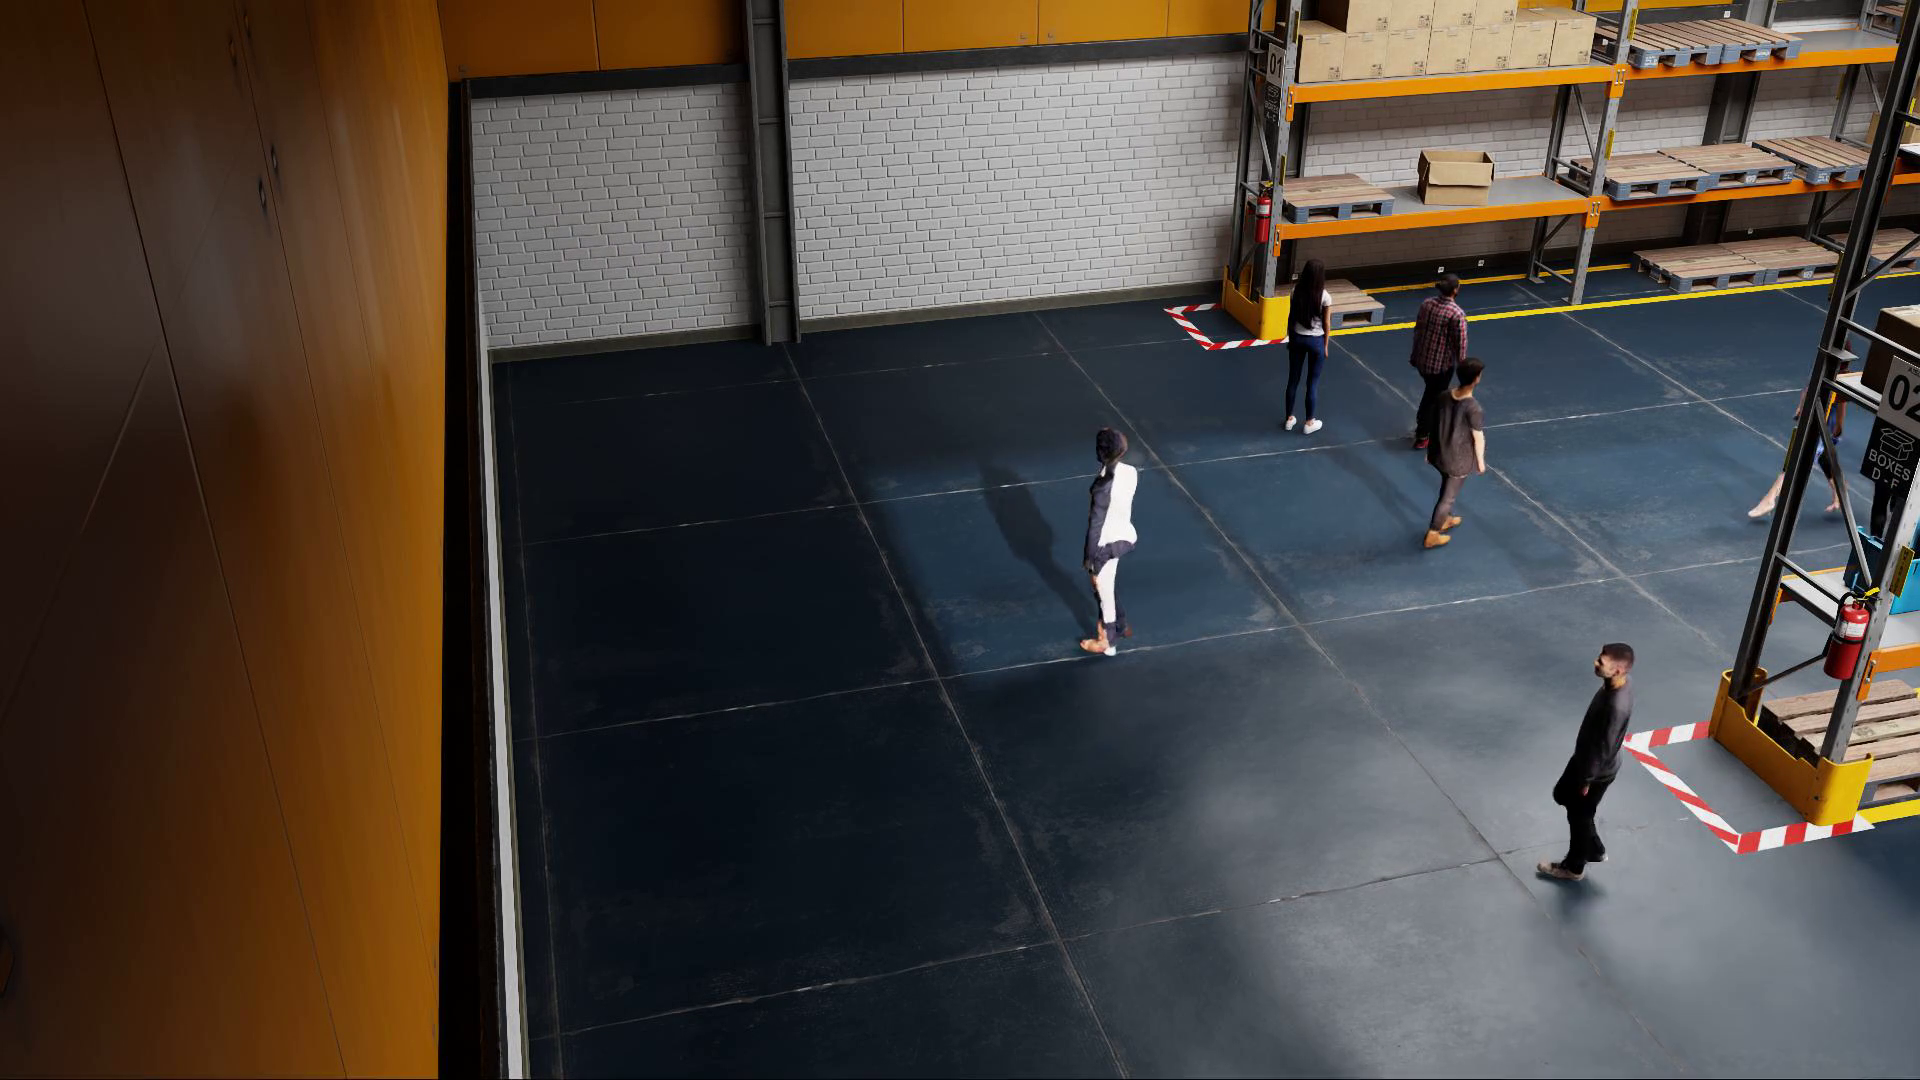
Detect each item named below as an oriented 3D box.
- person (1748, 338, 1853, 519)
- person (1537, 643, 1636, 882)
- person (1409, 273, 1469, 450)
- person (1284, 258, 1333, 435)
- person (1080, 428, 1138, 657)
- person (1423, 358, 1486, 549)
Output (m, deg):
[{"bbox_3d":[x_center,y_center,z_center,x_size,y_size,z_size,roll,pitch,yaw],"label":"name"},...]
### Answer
[{"bbox_3d":[7.586,-0.970,14.558,1.186,1.757,0.792,-1,29,-3],"label":"person"},{"bbox_3d":[3.976,1.392,10.228,0.814,1.756,0.769,11,30,19],"label":"person"},{"bbox_3d":[4.494,-1.686,15.877,0.761,1.749,0.801,-18,33,-29],"label":"person"},{"bbox_3d":[3.390,-1.897,16.237,0.662,1.775,0.707,18,33,30],"label":"person"},{"bbox_3d":[1.199,0.054,12.546,0.892,1.886,0.828,17,33,28],"label":"person"},{"bbox_3d":[4.145,-0.712,14.146,0.858,1.697,0.716,-13,31,-23],"label":"person"}]
